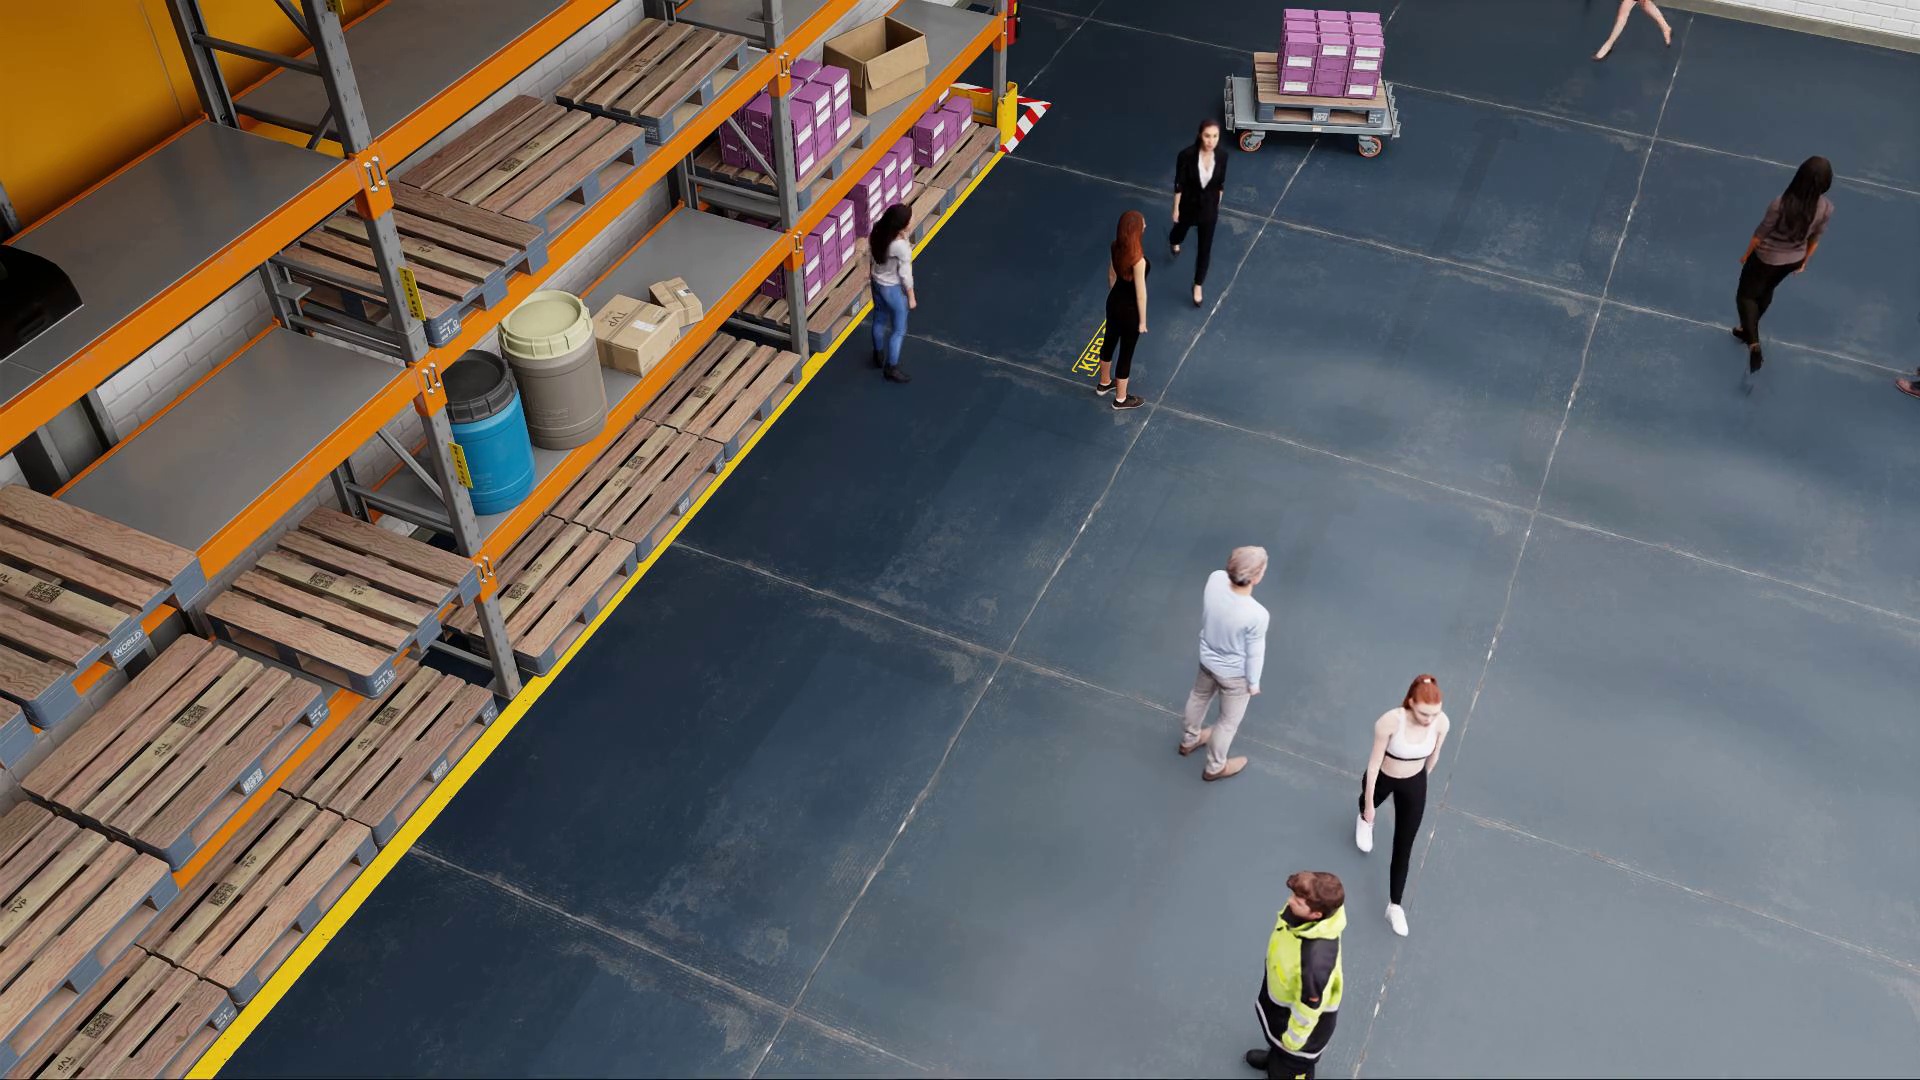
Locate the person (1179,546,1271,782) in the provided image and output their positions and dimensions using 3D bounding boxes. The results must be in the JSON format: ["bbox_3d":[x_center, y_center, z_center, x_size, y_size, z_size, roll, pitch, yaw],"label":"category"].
[{"bbox_3d":[1.601,0.747,10.053,0.757,1.888,0.747,-25,49,-24],"label":"person"}]

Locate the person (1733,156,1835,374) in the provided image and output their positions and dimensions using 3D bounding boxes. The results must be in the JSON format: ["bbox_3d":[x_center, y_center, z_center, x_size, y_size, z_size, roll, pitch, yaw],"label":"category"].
[{"bbox_3d":[6.460,-2.150,13.146,0.934,1.817,1.143,0,44,0],"label":"person"}]

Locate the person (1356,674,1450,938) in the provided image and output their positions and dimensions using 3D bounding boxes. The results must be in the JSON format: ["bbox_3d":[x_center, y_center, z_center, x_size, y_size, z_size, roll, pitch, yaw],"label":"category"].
[{"bbox_3d":[2.471,1.328,9.587,0.923,1.690,1.252,1,44,1],"label":"person"}]

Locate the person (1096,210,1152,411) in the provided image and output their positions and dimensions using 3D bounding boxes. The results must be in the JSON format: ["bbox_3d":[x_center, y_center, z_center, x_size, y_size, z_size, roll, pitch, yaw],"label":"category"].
[{"bbox_3d":[1.263,-1.788,12.832,0.686,1.726,0.658,-21,47,-21],"label":"person"}]

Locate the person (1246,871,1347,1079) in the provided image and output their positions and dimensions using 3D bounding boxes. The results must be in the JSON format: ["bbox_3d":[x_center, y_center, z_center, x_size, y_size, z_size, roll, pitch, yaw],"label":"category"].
[{"bbox_3d":[1.730,2.286,8.374,0.912,1.976,0.728,3,44,4],"label":"person"}]

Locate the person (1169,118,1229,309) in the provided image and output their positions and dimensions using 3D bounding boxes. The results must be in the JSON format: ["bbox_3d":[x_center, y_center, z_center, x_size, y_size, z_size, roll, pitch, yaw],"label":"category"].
[{"bbox_3d":[1.968,-2.827,13.988,0.926,1.636,1.123,-4,44,-4],"label":"person"}]

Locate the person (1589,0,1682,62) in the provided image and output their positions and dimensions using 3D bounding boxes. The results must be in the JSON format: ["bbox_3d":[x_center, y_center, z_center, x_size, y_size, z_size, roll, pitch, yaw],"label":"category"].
[{"bbox_3d":[7.060,-5.690,16.900,1.003,1.765,1.177,1,44,1],"label":"person"}]

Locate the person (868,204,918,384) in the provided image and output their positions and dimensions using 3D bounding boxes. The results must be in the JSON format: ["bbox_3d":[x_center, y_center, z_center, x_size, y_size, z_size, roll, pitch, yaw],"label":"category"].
[{"bbox_3d":[-0.603,-2.004,13.138,0.733,1.615,0.693,27,50,26],"label":"person"}]
